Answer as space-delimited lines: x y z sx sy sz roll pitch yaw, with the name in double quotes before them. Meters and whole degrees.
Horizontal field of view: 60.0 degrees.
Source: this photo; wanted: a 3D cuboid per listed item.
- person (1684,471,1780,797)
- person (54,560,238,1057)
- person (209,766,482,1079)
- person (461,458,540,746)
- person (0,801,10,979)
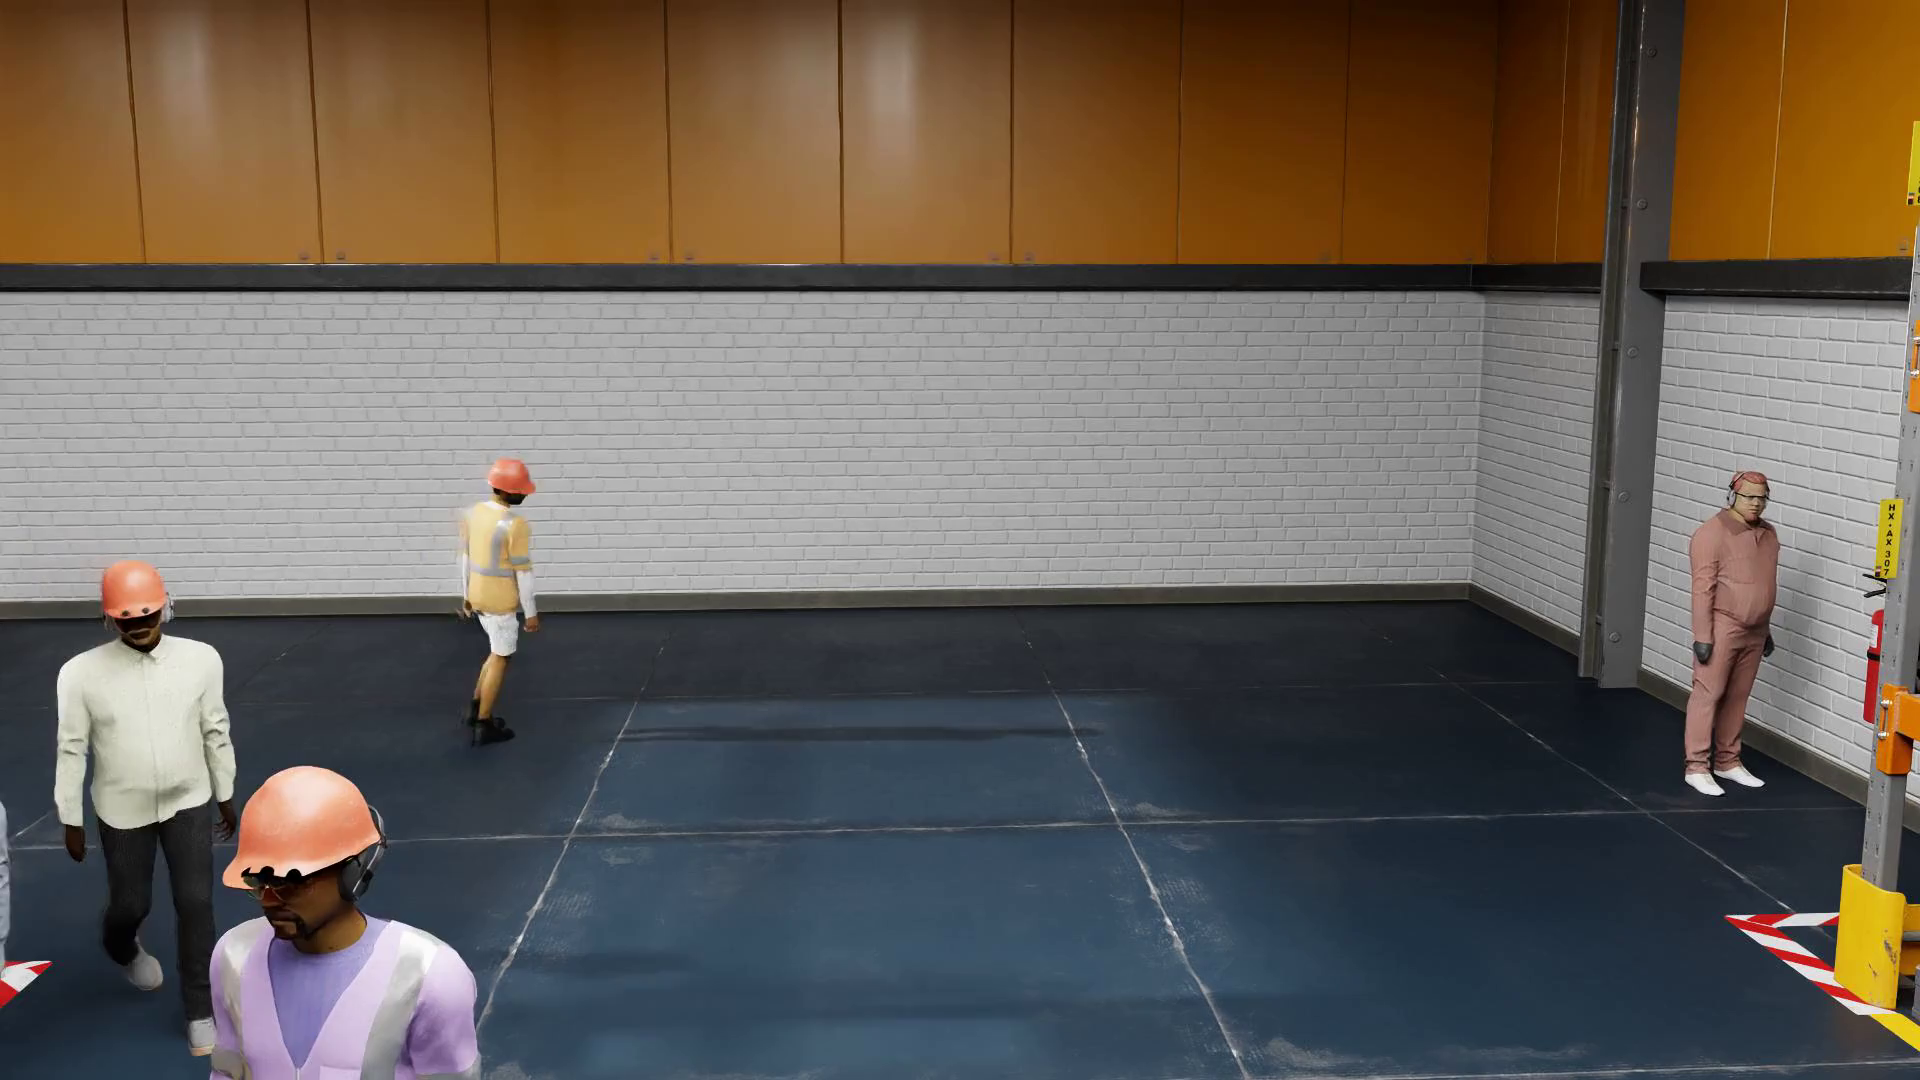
"person" 4.561 0.539 9.768 0.643 1.905 0.400 -5 10 -26
"person" -3.236 1.015 6.595 0.654 1.962 0.773 -7 11 -38
"person" -1.313 1.465 3.511 0.615 2.041 0.386 2 9 13
"person" -2.977 0.400 10.711 0.654 1.882 0.423 9 13 43
"person" -3.429 1.345 5.568 0.521 1.615 0.393 -1 9 -6
